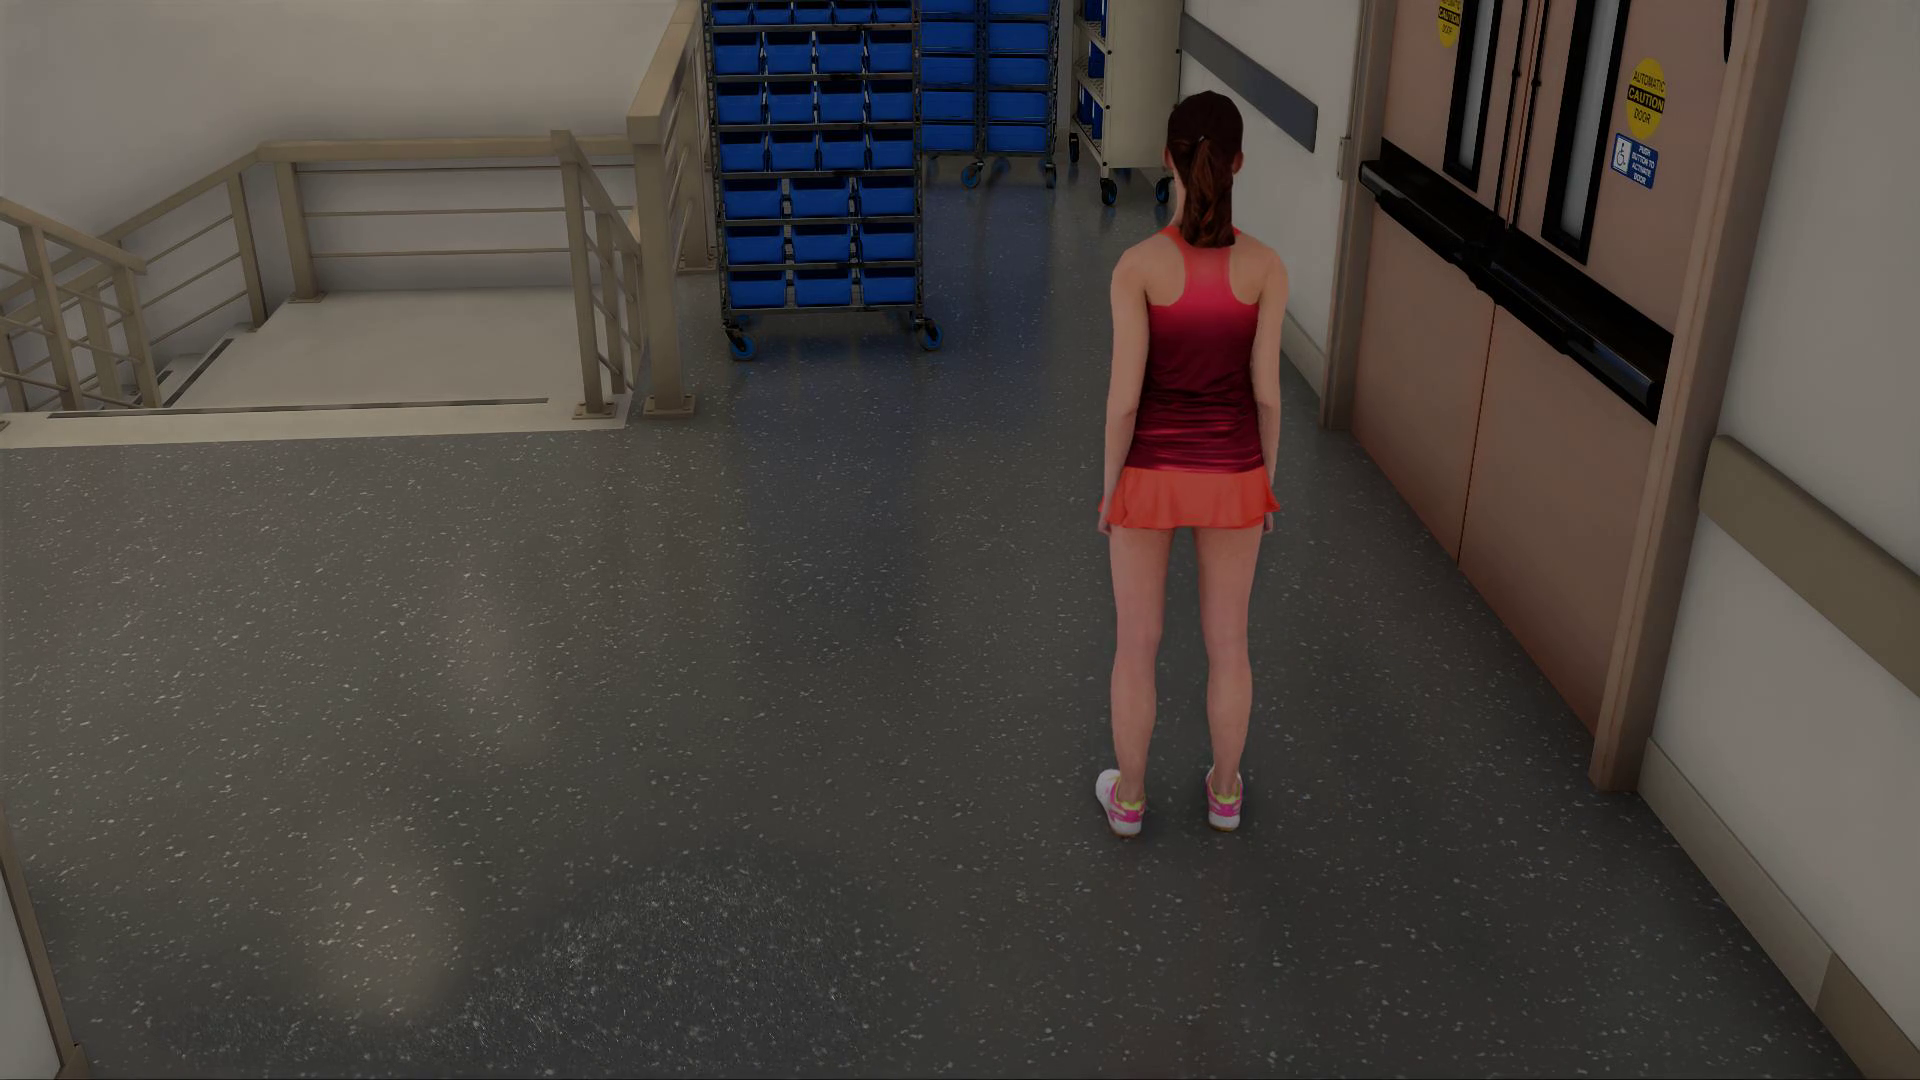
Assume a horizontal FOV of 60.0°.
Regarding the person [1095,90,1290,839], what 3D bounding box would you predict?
[{"bbox_3d":[0.510,-0.126,3.773,0.561,1.751,0.523,-1,26,-2],"label":"person"}]
